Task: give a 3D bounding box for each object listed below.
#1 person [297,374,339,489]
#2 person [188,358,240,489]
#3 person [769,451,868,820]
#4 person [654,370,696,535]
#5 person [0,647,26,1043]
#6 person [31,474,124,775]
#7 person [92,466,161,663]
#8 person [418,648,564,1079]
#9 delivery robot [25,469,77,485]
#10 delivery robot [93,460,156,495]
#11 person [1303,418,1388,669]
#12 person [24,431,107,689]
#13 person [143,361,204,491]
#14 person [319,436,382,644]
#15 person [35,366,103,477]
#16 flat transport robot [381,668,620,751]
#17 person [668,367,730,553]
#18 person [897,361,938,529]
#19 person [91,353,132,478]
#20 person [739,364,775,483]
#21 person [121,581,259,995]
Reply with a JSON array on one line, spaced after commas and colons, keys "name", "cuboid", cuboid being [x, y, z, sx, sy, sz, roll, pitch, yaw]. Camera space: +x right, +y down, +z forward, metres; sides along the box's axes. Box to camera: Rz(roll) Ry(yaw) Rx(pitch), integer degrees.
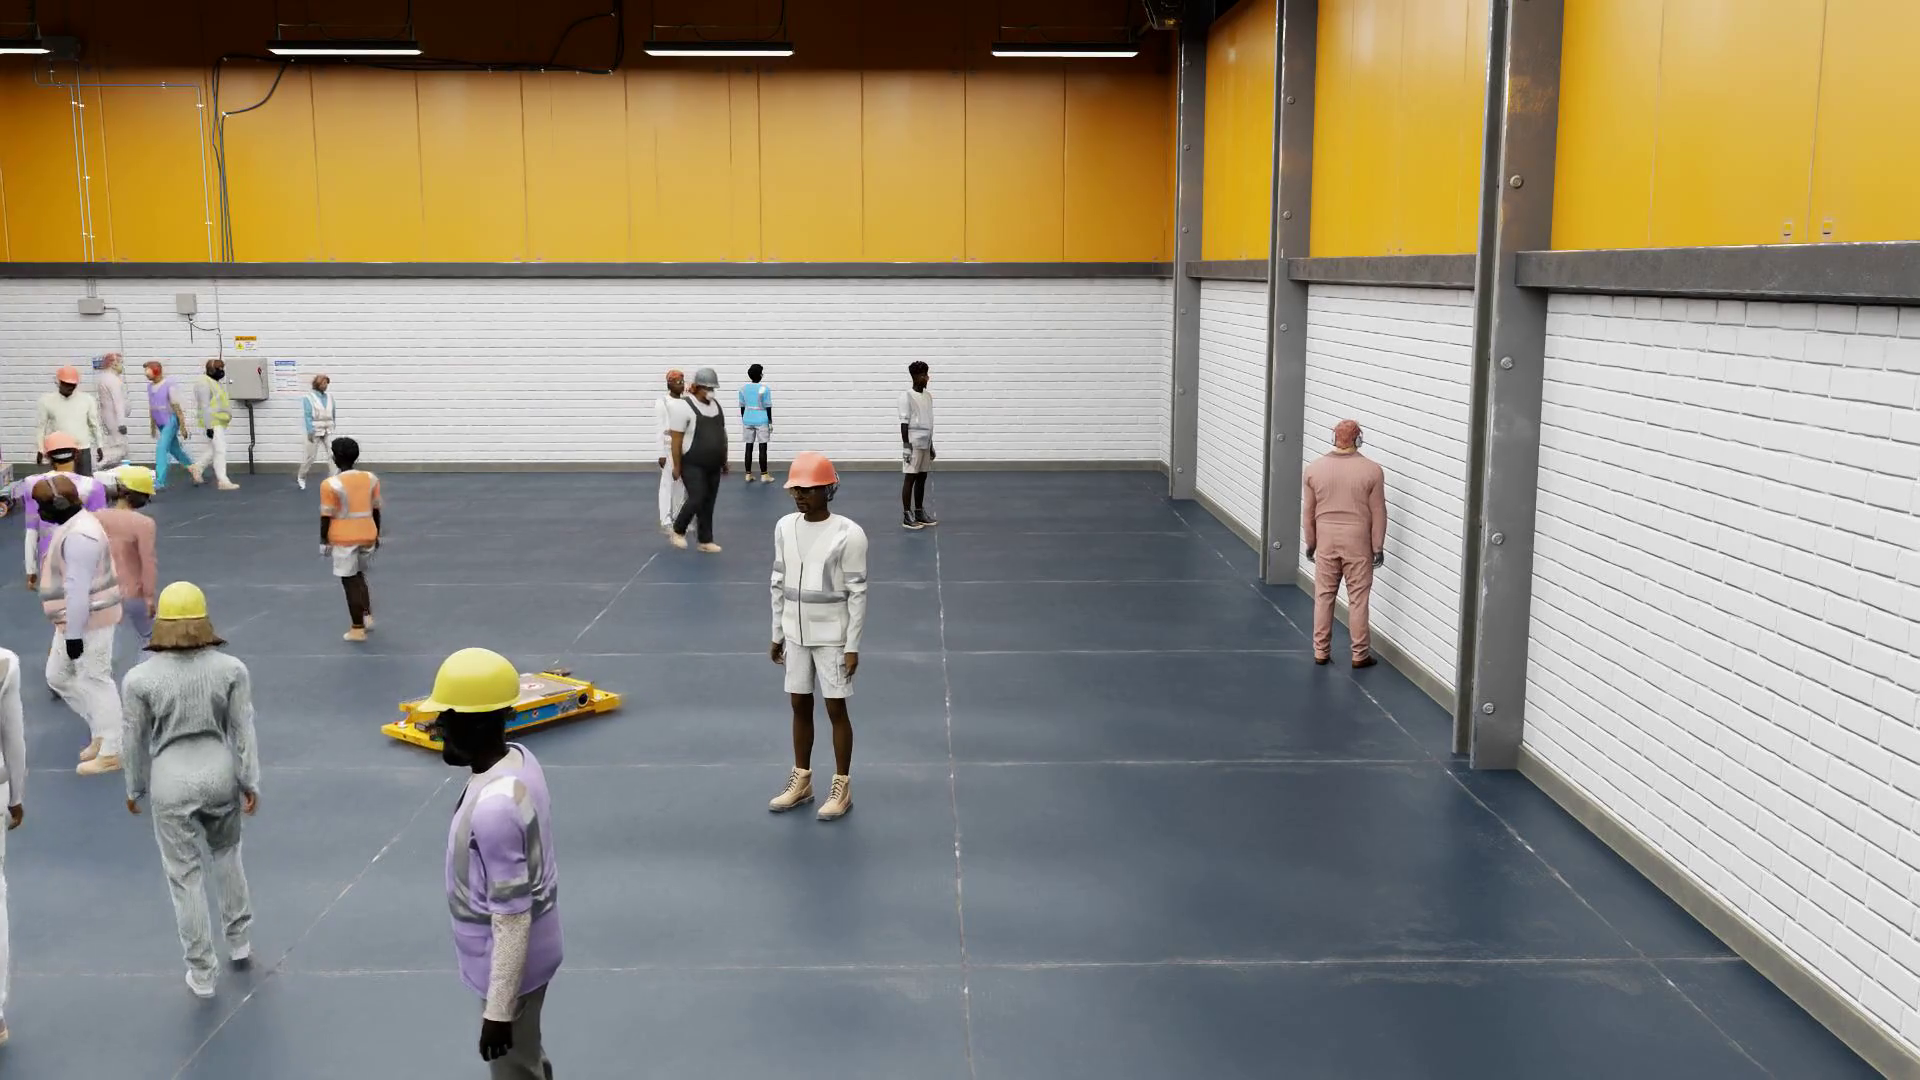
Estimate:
[{"name": "person", "cuboid": [-8.777, -1.465, 22.726, 0.762, 1.608, 0.519, 6, 11, 35]}, {"name": "person", "cuboid": [-10.309, -1.591, 22.866, 0.644, 1.819, 0.625, -1, 9, -5]}, {"name": "person", "cuboid": [-0.801, 0.525, 9.196, 0.607, 2.044, 0.372, 5, 11, 29]}, {"name": "person", "cuboid": [-3.265, -1.011, 19.107, 0.357, 1.881, 0.574, 6, 11, 31]}, {"name": "person", "cuboid": [-3.933, 1.058, 6.479, 0.581, 1.869, 0.436, -8, 12, -40]}, {"name": "person", "cuboid": [-5.287, 0.502, 10.025, 0.436, 1.812, 0.653, -7, 11, -35]}, {"name": "person", "cuboid": [-5.570, 0.363, 11.185, 0.510, 1.716, 0.734, 1, 9, 8]}, {"name": "person", "cuboid": [-1.388, 1.267, 5.001, 0.385, 1.928, 0.589, -2, 9, -13]}, {"name": "delivery robot", "cuboid": [-11.417, -0.716, 21.071, 0.707, 0.478, 0.477, -3, 10, -16]}, {"name": "delivery robot", "cuboid": [-10.802, -0.787, 21.509, 0.707, 0.478, 0.477, 0, 9, 2]}, {"name": "person", "cuboid": [2.938, 0.026, 12.681, 0.639, 1.908, 0.409, 5, 11, 28]}, {"name": "person", "cuboid": [-6.456, 0.155, 12.029, 0.561, 1.871, 0.979, -1, 9, -5]}, {"name": "person", "cuboid": [-10.867, -1.576, 22.915, 0.601, 1.794, 0.914, 7, 12, 38]}, {"name": "person", "cuboid": [-4.967, 0.000, 13.484, 0.436, 1.682, 0.552, 6, 11, 31]}, {"name": "person", "cuboid": [-10.424, -1.076, 19.443, 0.689, 1.916, 1.096, -5, 10, -28]}, {"name": "flat transport robot", "cuboid": [-3.031, 1.107, 11.047, 0.652, 0.197, 1.431, 7, 12, 37]}, {"name": "person", "cuboid": [-2.736, -0.855, 17.670, 0.564, 2.000, 0.689, 6, 11, 35]}, {"name": "person", "cuboid": [-0.491, -1.122, 19.533, 0.367, 1.966, 0.605, 5, 11, 30]}, {"name": "person", "cuboid": [-11.712, -1.643, 22.958, 0.635, 1.883, 0.652, -7, 11, -35]}, {"name": "person", "cuboid": [-2.883, -1.649, 23.594, 0.535, 1.695, 0.318, 4, 10, 24]}, {"name": "person", "cuboid": [-3.270, 1.033, 7.062, 0.499, 1.722, 0.597, -7, 12, -37]}]
